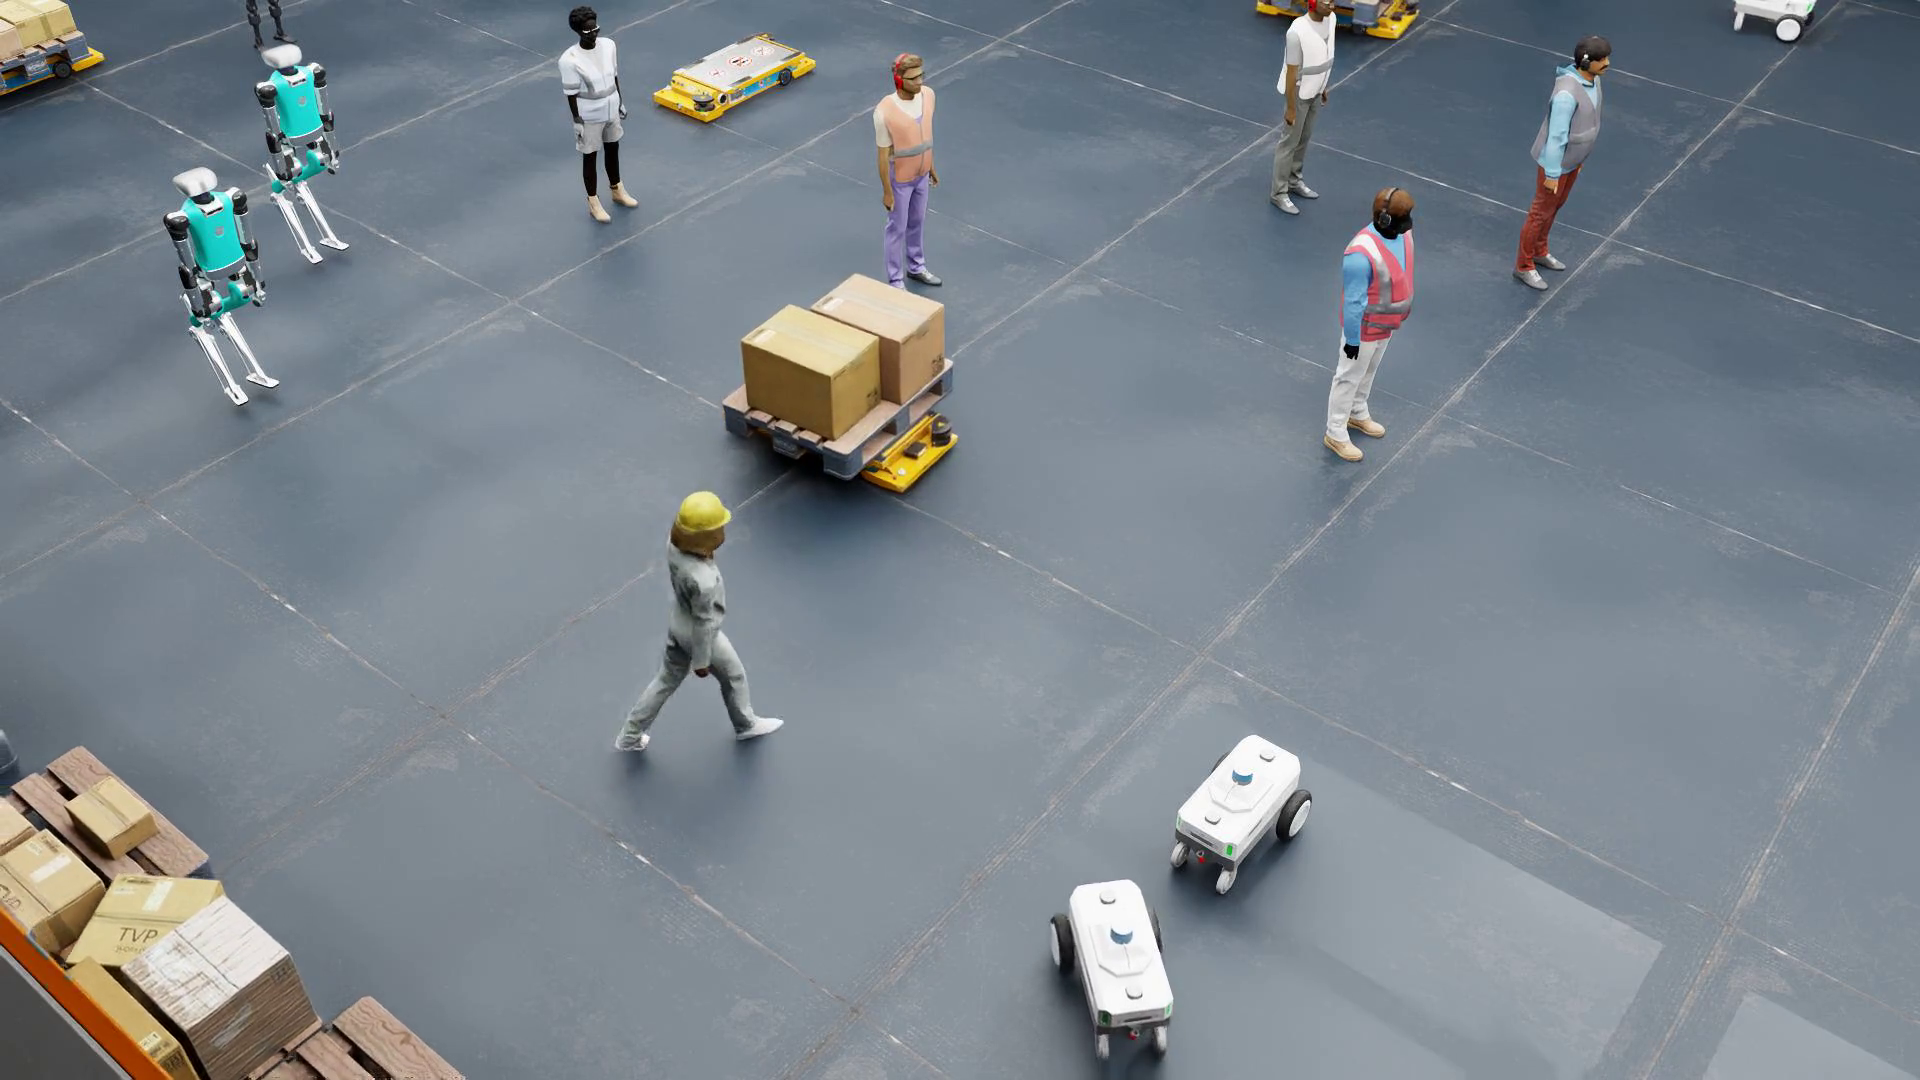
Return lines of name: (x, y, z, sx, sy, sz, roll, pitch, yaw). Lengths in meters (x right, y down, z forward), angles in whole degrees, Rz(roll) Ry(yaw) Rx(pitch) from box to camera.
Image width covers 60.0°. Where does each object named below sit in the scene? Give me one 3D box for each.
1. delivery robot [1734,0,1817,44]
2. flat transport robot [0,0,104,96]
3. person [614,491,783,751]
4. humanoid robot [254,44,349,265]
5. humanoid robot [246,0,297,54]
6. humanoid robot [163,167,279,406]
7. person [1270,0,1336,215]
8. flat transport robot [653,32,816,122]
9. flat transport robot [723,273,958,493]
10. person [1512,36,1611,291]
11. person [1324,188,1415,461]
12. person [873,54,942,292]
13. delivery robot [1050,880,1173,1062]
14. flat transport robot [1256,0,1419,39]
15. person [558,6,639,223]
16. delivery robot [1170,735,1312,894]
delivery robot: (7.769, -5.115, 15.865, 0.734, 0.582, 0.520, 23, 46, 25)
flat transport robot: (-8.634, -4.281, 15.114, 0.659, 0.231, 1.431, 27, 47, 28)
person: (-1.403, 0.479, 8.421, 0.851, 1.702, 0.511, -21, 45, -23)
humanoid robot: (-4.919, -2.883, 12.229, 0.735, 1.681, 0.533, 27, 47, 28)
humanoid robot: (-6.474, -5.342, 15.262, 0.315, 1.659, 0.599, 27, 47, 28)
humanoid robot: (-4.886, -1.700, 10.841, 0.735, 1.677, 0.533, 27, 47, 28)
person: (2.674, -3.464, 12.938, 0.391, 1.842, 0.564, 27, 47, 28)
flat transport robot: (-2.024, -4.187, 15.003, 0.659, 0.231, 1.431, 27, 47, 28)
flat transport robot: (-0.787, -0.779, 10.995, 1.431, 0.231, 0.659, 23, 46, 25)
person: (4.359, -2.753, 12.071, 0.410, 1.883, 0.533, 27, 47, 28)
person: (2.601, -1.372, 10.477, 0.429, 1.846, 0.624, 27, 47, 28)
person: (-0.381, -2.607, 11.924, 0.391, 1.849, 0.564, 27, 47, 28)
delivery robot: (0.718, 1.923, 7.609, 0.499, 0.613, 0.797, -6, 41, -7)
flat transport robot: (3.684, -5.208, 16.205, 1.431, 0.231, 0.659, 20, 44, 22)
person: (-2.800, -3.300, 12.857, 0.318, 1.696, 0.534, 27, 47, 28)
delivery robot: (1.383, 1.322, 8.280, 0.499, 0.566, 0.739, 27, 47, 28)
